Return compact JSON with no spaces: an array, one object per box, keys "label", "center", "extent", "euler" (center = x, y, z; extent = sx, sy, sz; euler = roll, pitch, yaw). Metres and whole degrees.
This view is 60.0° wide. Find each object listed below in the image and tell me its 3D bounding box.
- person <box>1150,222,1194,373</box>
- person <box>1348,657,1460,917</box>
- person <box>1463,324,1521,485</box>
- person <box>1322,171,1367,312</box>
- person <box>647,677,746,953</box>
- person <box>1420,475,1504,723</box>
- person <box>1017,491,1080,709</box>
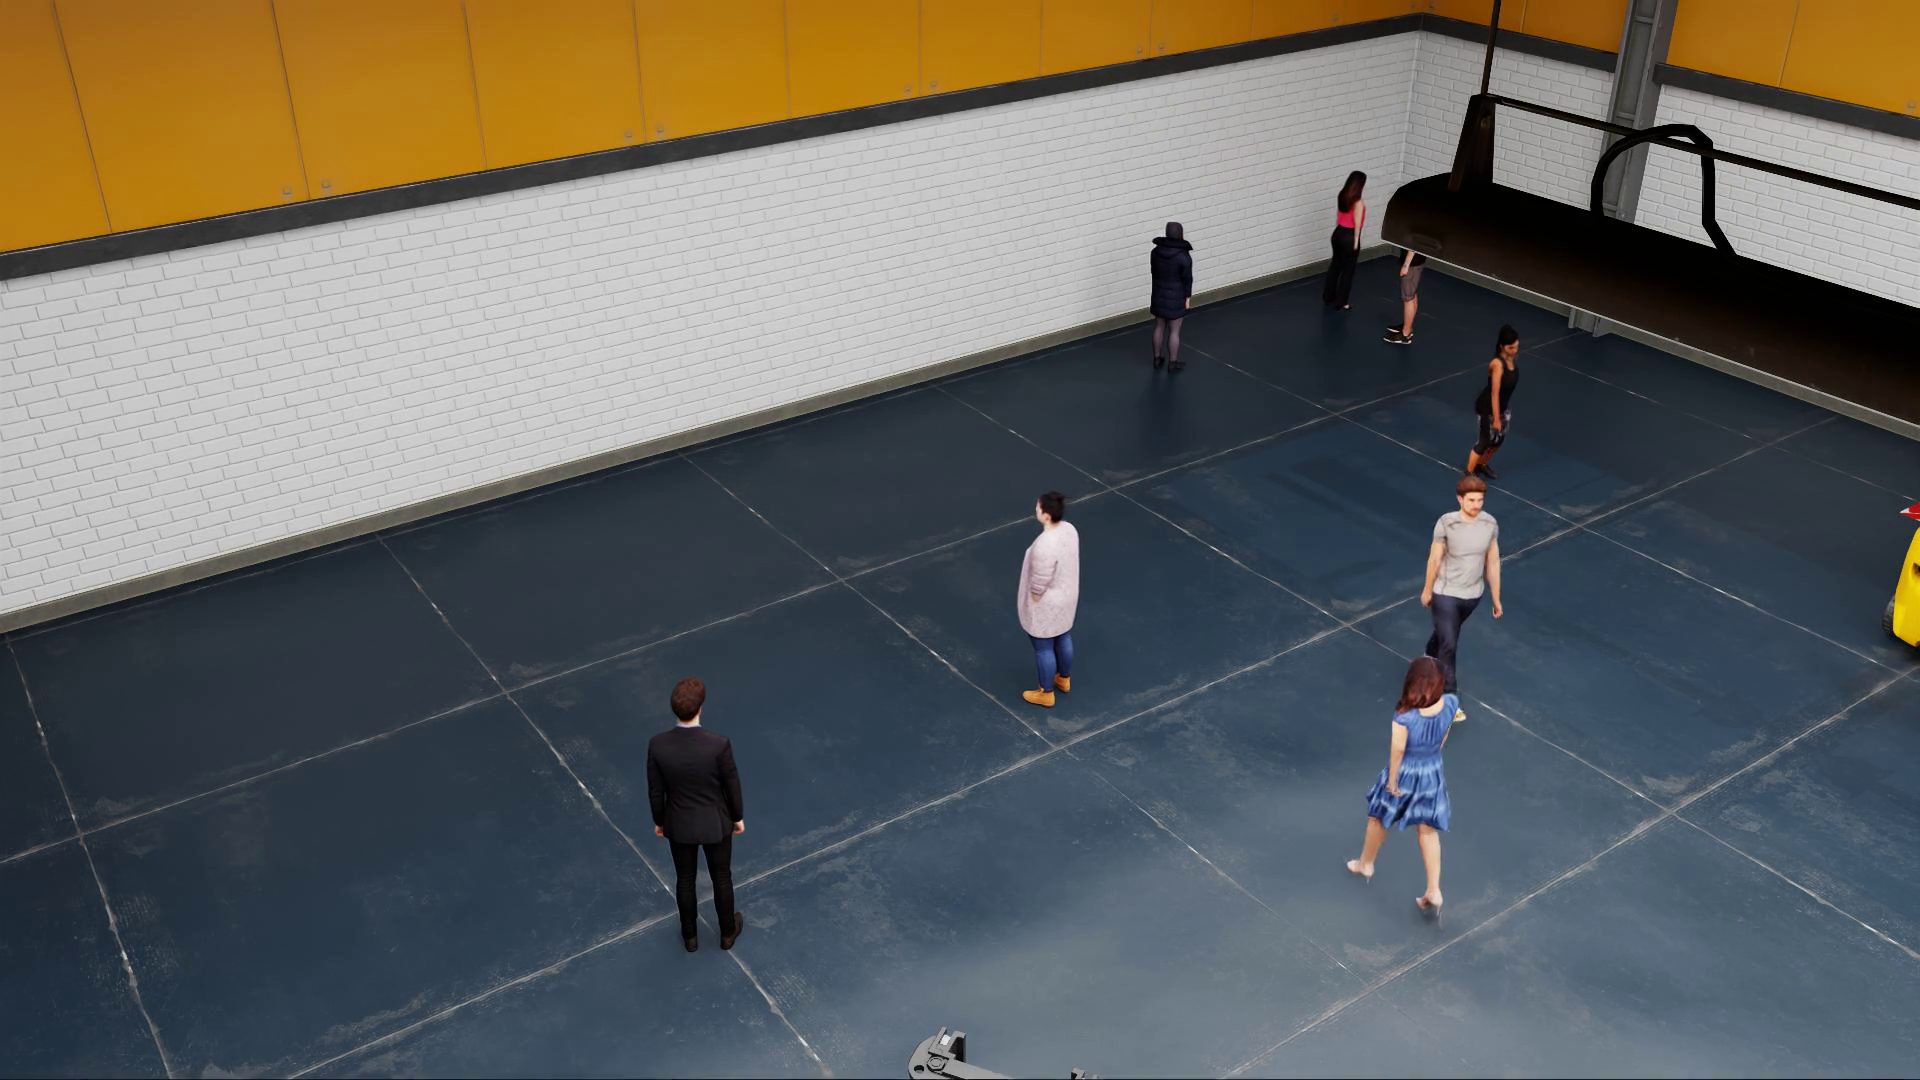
[{"label":"person","center":[2.262,-2.632,17.930],"extent":[0.690,1.671,0.808],"euler":[21,35,33]},{"label":"person","center":[2.829,1.521,10.195],"extent":[0.781,1.789,0.984],"euler":[-11,30,-19]},{"label":"person","center":[4.916,-1.254,15.426],"extent":[0.694,1.650,0.707],"euler":[13,31,22]},{"label":"person","center":[4.552,-3.521,19.577],"extent":[0.669,1.656,0.530],"euler":[-13,31,-22]},{"label":"person","center":[-1.555,1.646,9.856],"extent":[0.793,1.893,0.798],"euler":[-1,29,-2]},{"label":"person","center":[3.641,0.344,12.294],"extent":[1.035,1.845,1.285],"euler":[-4,29,-8]},{"label":"person","center":[0.674,0.415,12.269],"extent":[0.743,1.743,0.765],"euler":[19,34,31]}]
